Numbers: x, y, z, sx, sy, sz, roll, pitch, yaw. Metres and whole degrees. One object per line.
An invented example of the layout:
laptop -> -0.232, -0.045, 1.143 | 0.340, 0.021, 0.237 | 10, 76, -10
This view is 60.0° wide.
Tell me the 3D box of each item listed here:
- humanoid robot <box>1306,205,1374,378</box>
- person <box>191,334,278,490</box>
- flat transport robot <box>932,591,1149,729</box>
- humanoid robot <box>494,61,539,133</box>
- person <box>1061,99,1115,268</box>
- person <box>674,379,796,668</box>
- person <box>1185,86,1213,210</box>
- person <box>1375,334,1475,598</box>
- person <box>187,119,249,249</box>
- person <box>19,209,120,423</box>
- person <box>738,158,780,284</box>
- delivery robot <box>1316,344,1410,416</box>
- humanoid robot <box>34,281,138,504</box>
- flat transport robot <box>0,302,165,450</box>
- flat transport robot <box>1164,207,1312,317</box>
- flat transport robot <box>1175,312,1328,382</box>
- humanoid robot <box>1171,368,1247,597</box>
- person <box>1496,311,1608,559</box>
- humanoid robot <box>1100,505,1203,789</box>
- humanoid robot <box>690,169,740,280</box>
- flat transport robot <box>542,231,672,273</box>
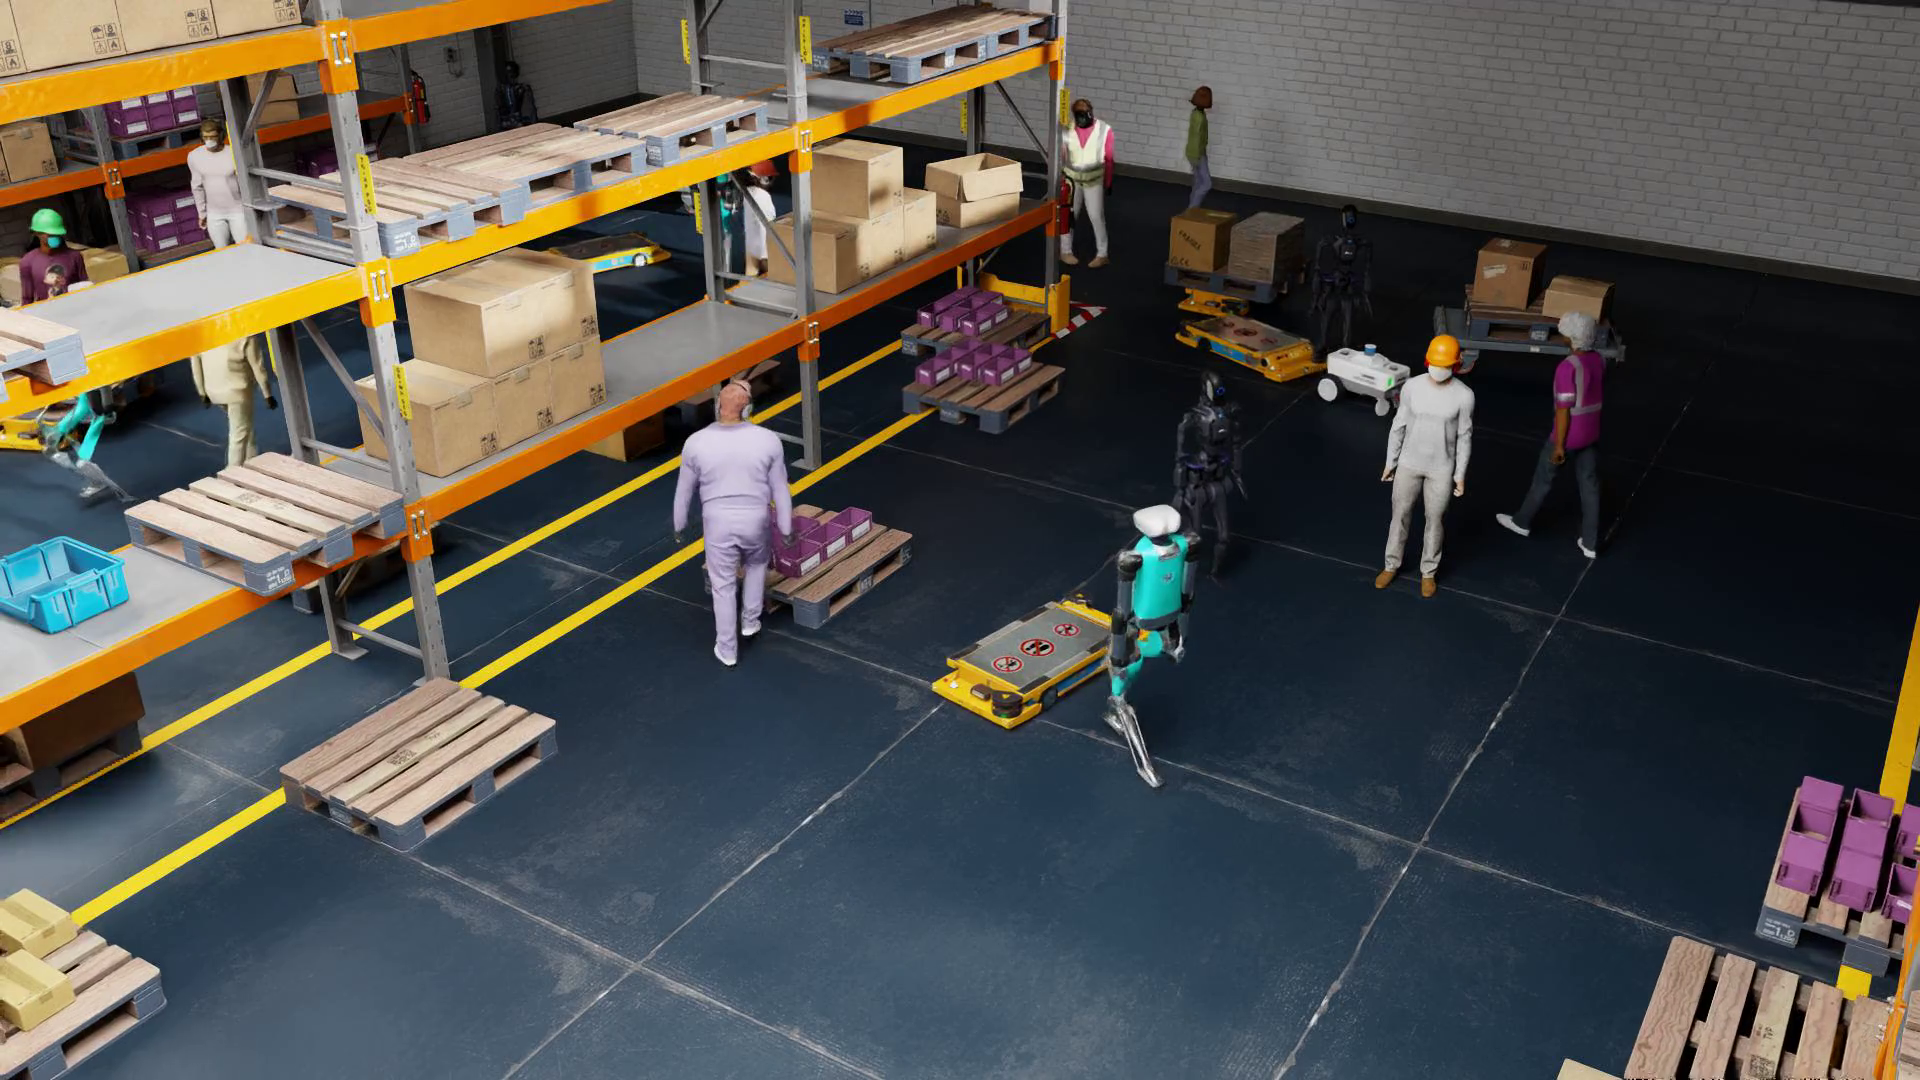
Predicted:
humanoid robot -> 3.426, -2.207, 15.021 | 0.601, 1.639, 0.560 | -2, 27, -5
person -> -5.595, -1.180, 12.922 | 0.575, 1.707, 0.720 | 9, 28, 17
flat transport robot -> 0.545, 0.753, 10.715 | 0.659, 0.231, 1.431 | 23, 35, 38
humanoid robot -> -5.530, -5.134, 20.765 | 0.600, 1.648, 0.504 | 5, 27, 10
person -> 1.363, -3.913, 18.194 | 0.651, 1.822, 0.436 | 6, 28, 13
person -> -1.458, -0.128, 10.672 | 0.793, 1.870, 0.704 | -3, 27, -5
person -> 2.819, -4.524, 19.611 | 0.329, 1.616, 0.518 | 0, 27, 0
person -> 3.200, -0.515, 11.419 | 0.558, 1.896, 0.357 | 11, 29, 21
person -> -7.431, -3.316, 16.906 | 0.632, 1.932, 0.372 | 1, 27, 1
person -> -7.551, -1.830, 13.979 | 0.594, 1.933, 0.434 | -18, 32, -31
person -> -1.983, -2.899, 16.316 | 0.881, 1.708, 0.568 | -15, 31, -27
delivery robot -> 3.578, -1.440, 14.736 | 0.499, 0.609, 0.780 | -23, 35, -37
humanoid robot -> -6.716, -1.018, 12.608 | 0.550, 1.792, 0.789 | 23, 35, 38
flat transport robot -> -7.701, -1.136, 14.436 | 0.659, 0.231, 1.431 | 4, 27, 8
flat transport robot -> 2.907, -2.614, 17.348 | 0.659, 0.231, 1.431 | 18, 32, 31
flat transport robot -> 2.779, -1.854, 15.852 | 0.659, 0.231, 1.431 | -18, 32, -31
humanoid robot -> 1.696, -0.400, 11.421 | 0.612, 1.651, 0.317 | -15, 30, -27
person -> 4.438, -0.782, 12.071 | 0.547, 1.789, 0.818 | -14, 30, -26
humanoid robot -> 0.949, 0.508, 9.605 | 0.540, 1.768, 0.899 | -15, 30, -26
humanoid robot -> -2.580, -3.589, 17.684 | 0.541, 1.816, 0.695 | -2, 27, -4
flat transport robot -> -3.976, -3.129, 18.364 | 1.431, 0.231, 0.659 | -20, 33, -34
